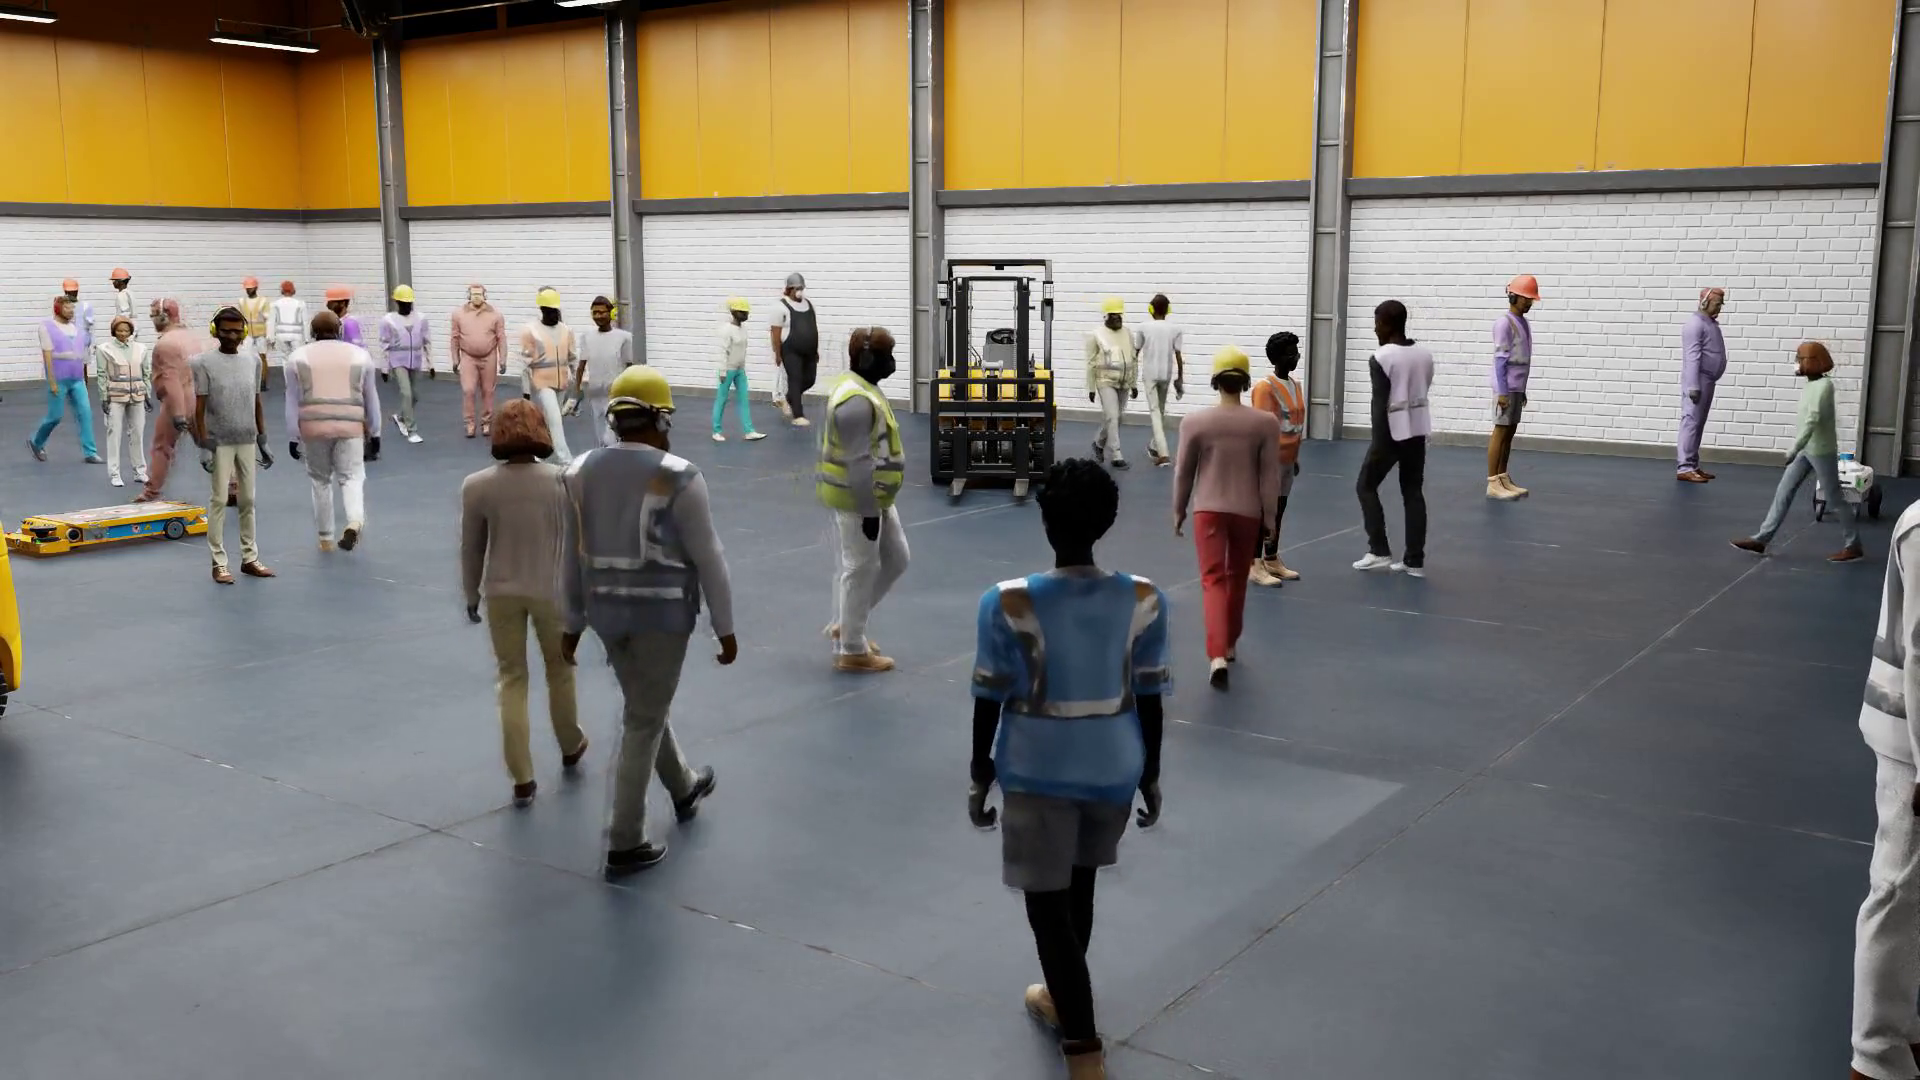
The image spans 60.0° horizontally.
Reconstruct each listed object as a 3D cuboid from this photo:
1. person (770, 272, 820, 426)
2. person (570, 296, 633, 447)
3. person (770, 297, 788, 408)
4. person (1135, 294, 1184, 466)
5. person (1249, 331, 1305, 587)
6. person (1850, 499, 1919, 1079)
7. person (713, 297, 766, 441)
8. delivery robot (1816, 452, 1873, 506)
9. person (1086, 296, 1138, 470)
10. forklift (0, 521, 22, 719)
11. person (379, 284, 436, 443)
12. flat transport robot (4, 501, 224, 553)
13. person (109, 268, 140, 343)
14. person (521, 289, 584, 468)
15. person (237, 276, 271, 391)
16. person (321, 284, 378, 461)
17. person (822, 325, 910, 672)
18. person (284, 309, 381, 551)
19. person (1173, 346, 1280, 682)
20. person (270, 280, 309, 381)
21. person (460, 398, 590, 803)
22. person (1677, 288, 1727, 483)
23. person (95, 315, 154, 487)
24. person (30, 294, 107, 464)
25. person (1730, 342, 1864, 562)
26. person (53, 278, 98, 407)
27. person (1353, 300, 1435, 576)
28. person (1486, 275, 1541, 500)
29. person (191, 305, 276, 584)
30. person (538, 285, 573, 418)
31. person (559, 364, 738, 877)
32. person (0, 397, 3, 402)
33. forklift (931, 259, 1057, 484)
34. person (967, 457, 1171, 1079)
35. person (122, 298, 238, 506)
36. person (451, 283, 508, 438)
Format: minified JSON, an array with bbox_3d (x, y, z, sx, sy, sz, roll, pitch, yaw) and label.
[{"bbox_3d":[-2.191,-2.541,21.994,0.677,2.000,0.760,-9,13,-44],"label":"person"},{"bbox_3d":[-3.249,-1.274,15.049,0.534,1.845,0.748,2,10,13],"label":"person"},{"bbox_3d":[-2.607,-2.781,24.635,0.287,1.633,0.498,7,12,37],"label":"person"},{"bbox_3d":[2.095,-1.711,17.767,0.497,1.806,1.023,-2,10,-14],"label":"person"},{"bbox_3d":[2.121,-0.545,11.126,0.322,1.697,0.532,7,12,37],"label":"person"},{"bbox_3d":[2.482,0.523,4.207,0.359,1.886,0.573,7,12,37],"label":"person"},{"bbox_3d":[-2.675,-2.034,19.933,0.705,1.720,0.550,5,11,27],"label":"person"},{"bbox_3d":[7.416,-0.492,13.931,0.477,0.478,0.707,7,12,35],"label":"delivery robot"},{"bbox_3d":[1.586,-1.664,17.498,0.599,1.804,0.797,-6,11,-32],"label":"person"},{"bbox_3d":[-5.296,-0.090,6.943,1.214,2.155,2.313,7,12,35],"label":"forklift"},{"bbox_3d":[-6.690,-2.124,19.987,0.638,1.885,0.823,-9,13,-42],"label":"person"},{"bbox_3d":[-6.530,-0.116,12.817,0.652,0.197,1.431,7,12,35],"label":"flat transport robot"},{"bbox_3d":[-13.564,-3.390,27.043,0.391,2.045,0.608,-2,10,-13],"label":"person"},{"bbox_3d":[-4.170,-1.603,16.888,0.988,1.884,0.600,8,12,40],"label":"person"},{"bbox_3d":[-11.627,-3.374,27.353,0.574,1.905,0.724,0,10,-3],"label":"person"},{"bbox_3d":[-6.665,-1.760,17.732,0.859,1.904,0.577,-6,11,-31],"label":"person"},{"bbox_3d":[-0.487,-0.204,8.706,0.454,1.828,0.654,1,10,3],"label":"person"},{"bbox_3d":[-4.588,-0.783,12.212,0.667,1.813,0.681,-4,10,-23],"label":"person"},{"bbox_3d":[1.387,-0.146,8.665,0.532,1.728,0.883,0,10,2],"label":"person"},{"bbox_3d":[-10.746,-3.231,26.655,0.599,1.865,0.551,-2,10,-10],"label":"person"},{"bbox_3d":[-1.757,0.222,6.799,0.526,1.602,0.688,-1,10,-5],"label":"person"},{"bbox_3d":[7.305,-1.522,16.354,0.402,1.901,0.639,7,12,37],"label":"person"},{"bbox_3d":[-8.050,-1.341,16.050,0.314,1.637,0.514,7,12,37],"label":"person"},{"bbox_3d":[-9.576,-1.713,17.745,0.848,1.820,0.566,4,10,23],"label":"person"},{"bbox_3d":[6.113,-0.628,11.966,0.883,1.580,0.507,1,10,8],"label":"person"},{"bbox_3d":[-13.082,-2.915,24.649,0.548,1.903,0.892,-6,11,-33],"label":"person"},{"bbox_3d":[2.997,-0.702,11.483,0.626,1.888,0.625,-5,11,-29],"label":"person"},{"bbox_3d":[5.046,-1.386,15.143,0.402,2.033,0.605,7,12,37],"label":"person"},{"bbox_3d":[-4.894,-0.645,11.234,0.333,1.865,0.520,7,12,37],"label":"person"},{"bbox_3d":[-5.483,-2.499,22.364,0.564,1.835,0.526,2,10,14],"label":"person"},{"bbox_3d":[-1.083,0.258,6.091,0.628,1.776,0.919,5,11,25],"label":"person"},{"bbox_3d":[-14.543,-2.834,24.214,1.038,1.875,0.554,0,10,-2],"label":"person"},{"bbox_3d":[0.370,-1.738,16.759,1.214,2.155,2.313,1,10,3],"label":"forklift"},{"bbox_3d":[0.297,0.615,4.322,0.533,1.660,0.831,-3,10,-16],"label":"person"},{"bbox_3d":[-6.777,-1.178,14.504,1.048,1.849,0.663,0,10,1],"label":"person"},{"bbox_3d":[-5.883,-2.196,20.392,0.667,1.886,0.653,-3,10,-18],"label":"person"}]
